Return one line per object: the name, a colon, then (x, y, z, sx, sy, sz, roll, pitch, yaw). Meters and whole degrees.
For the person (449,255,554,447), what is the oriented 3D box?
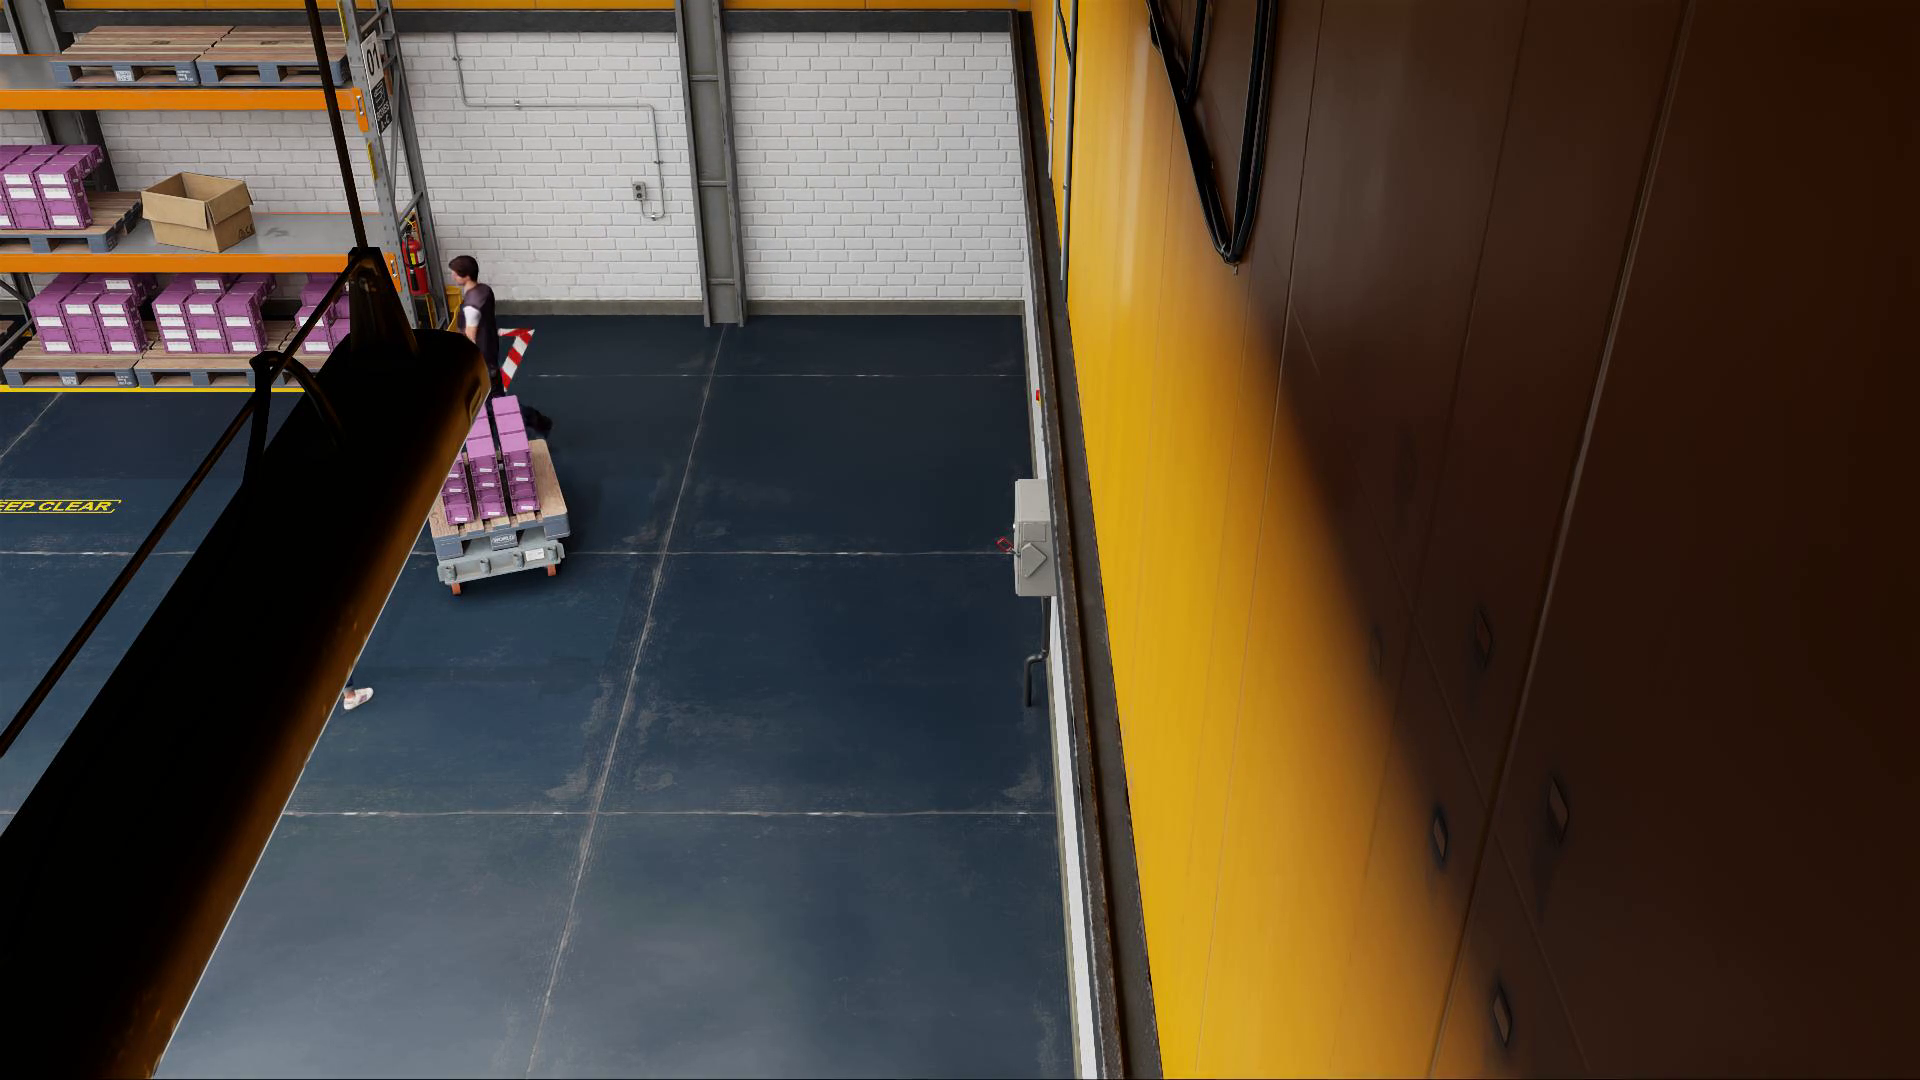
person: (-3.935, -1.535, 14.048, 1.106, 1.821, 0.738, -3, 34, -5)
